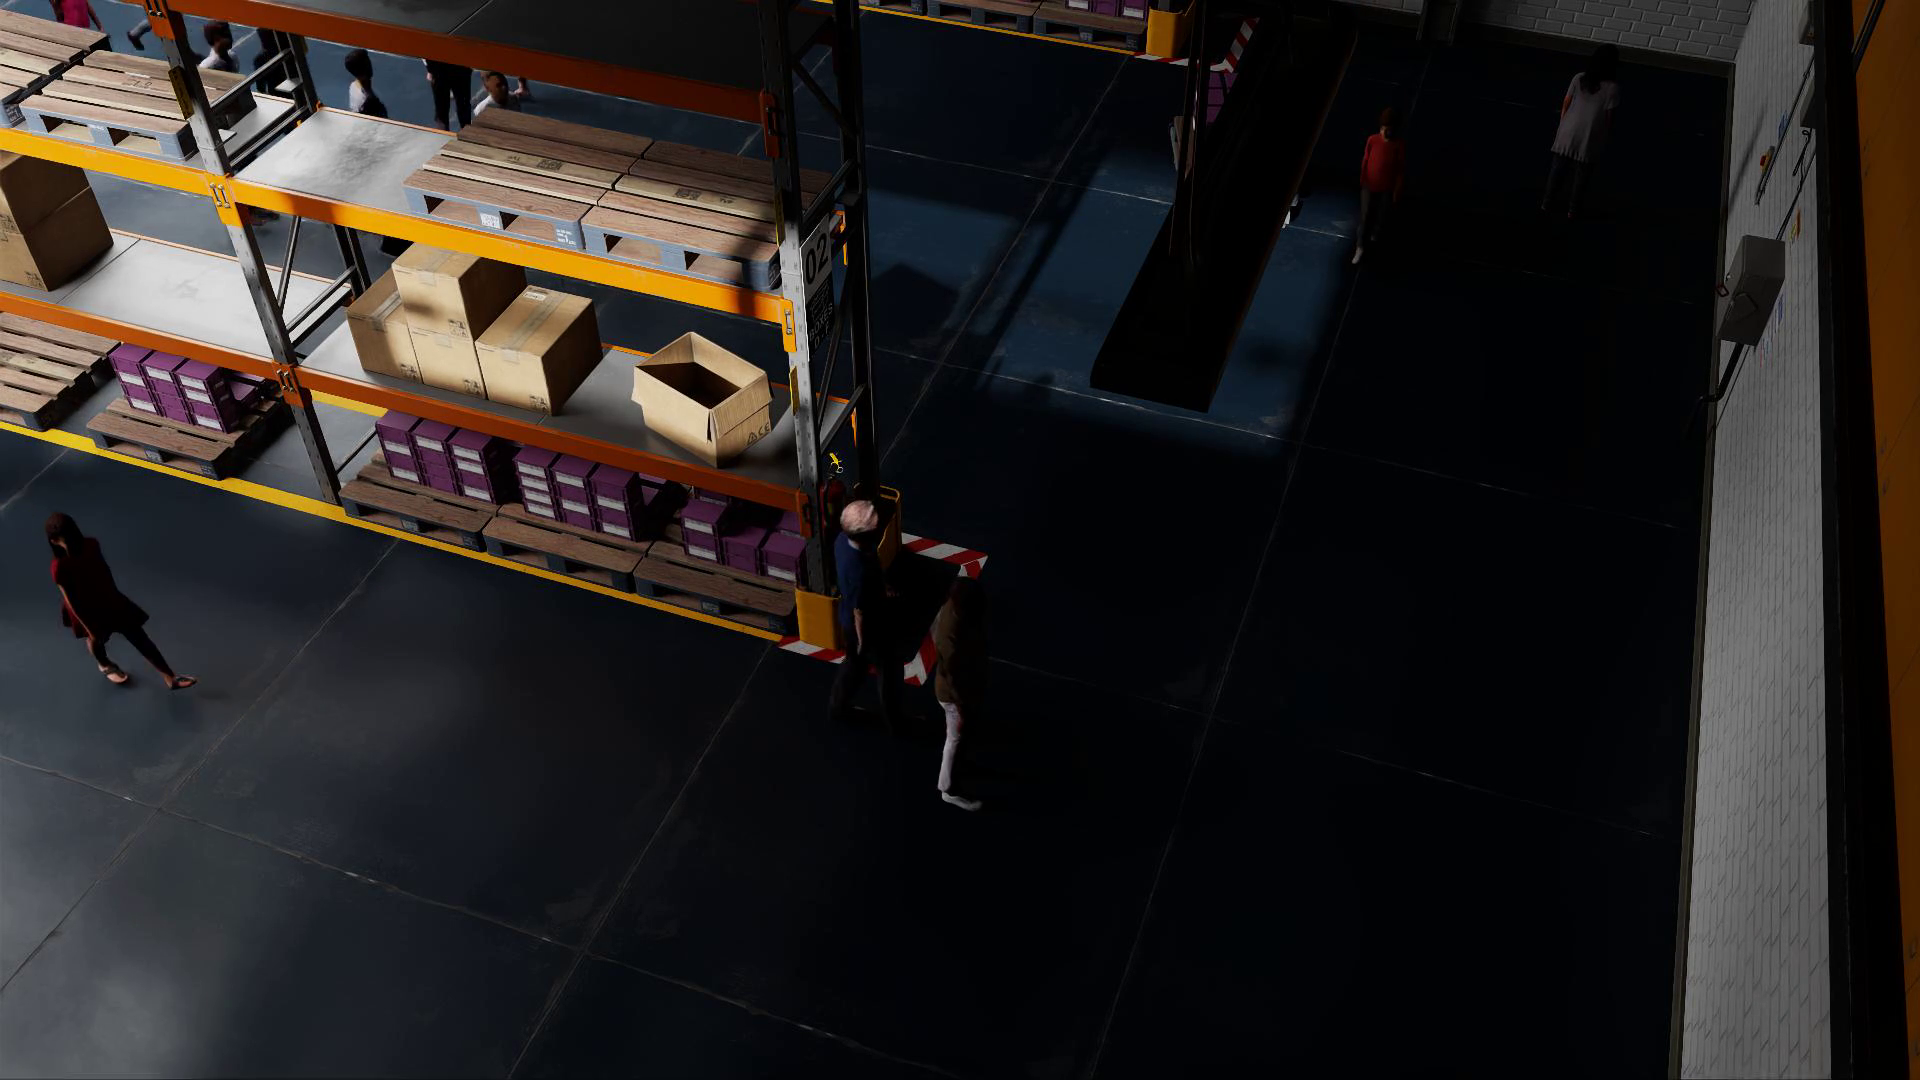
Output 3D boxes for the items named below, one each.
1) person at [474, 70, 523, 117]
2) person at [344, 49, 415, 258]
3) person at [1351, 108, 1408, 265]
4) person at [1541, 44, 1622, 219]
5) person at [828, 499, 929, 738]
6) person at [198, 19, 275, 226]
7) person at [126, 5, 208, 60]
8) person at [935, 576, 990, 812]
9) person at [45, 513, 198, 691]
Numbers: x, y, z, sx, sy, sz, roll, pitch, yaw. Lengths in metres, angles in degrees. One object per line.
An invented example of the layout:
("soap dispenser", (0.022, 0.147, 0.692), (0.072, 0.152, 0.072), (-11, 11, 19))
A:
("person", (-3.947, -3.272, 14.332), (1.270, 1.776, 0.913), (28, 50, 26))
("person", (-5.017, -3.282, 14.292), (0.928, 1.846, 0.860), (-12, 45, -12))
("person", (3.673, -3.129, 14.472), (0.909, 1.376, 0.617), (15, 46, 15))
("person", (5.568, -3.659, 14.860), (0.681, 1.609, 0.769), (27, 50, 26))
("person", (-0.674, 0.503, 10.322), (1.033, 1.841, 0.959), (-8, 44, -9))
("person", (-6.475, -3.654, 14.713), (0.675, 1.804, 0.815), (15, 46, 16))
("person", (-8.232, -5.661, 16.847), (0.995, 1.766, 0.710), (4, 44, 4))
("person", (0.016, 0.887, 9.931), (0.651, 1.826, 0.773), (4, 44, 5))
("person", (-5.594, 0.395, 10.673), (1.043, 1.513, 0.618), (18, 47, 18))
